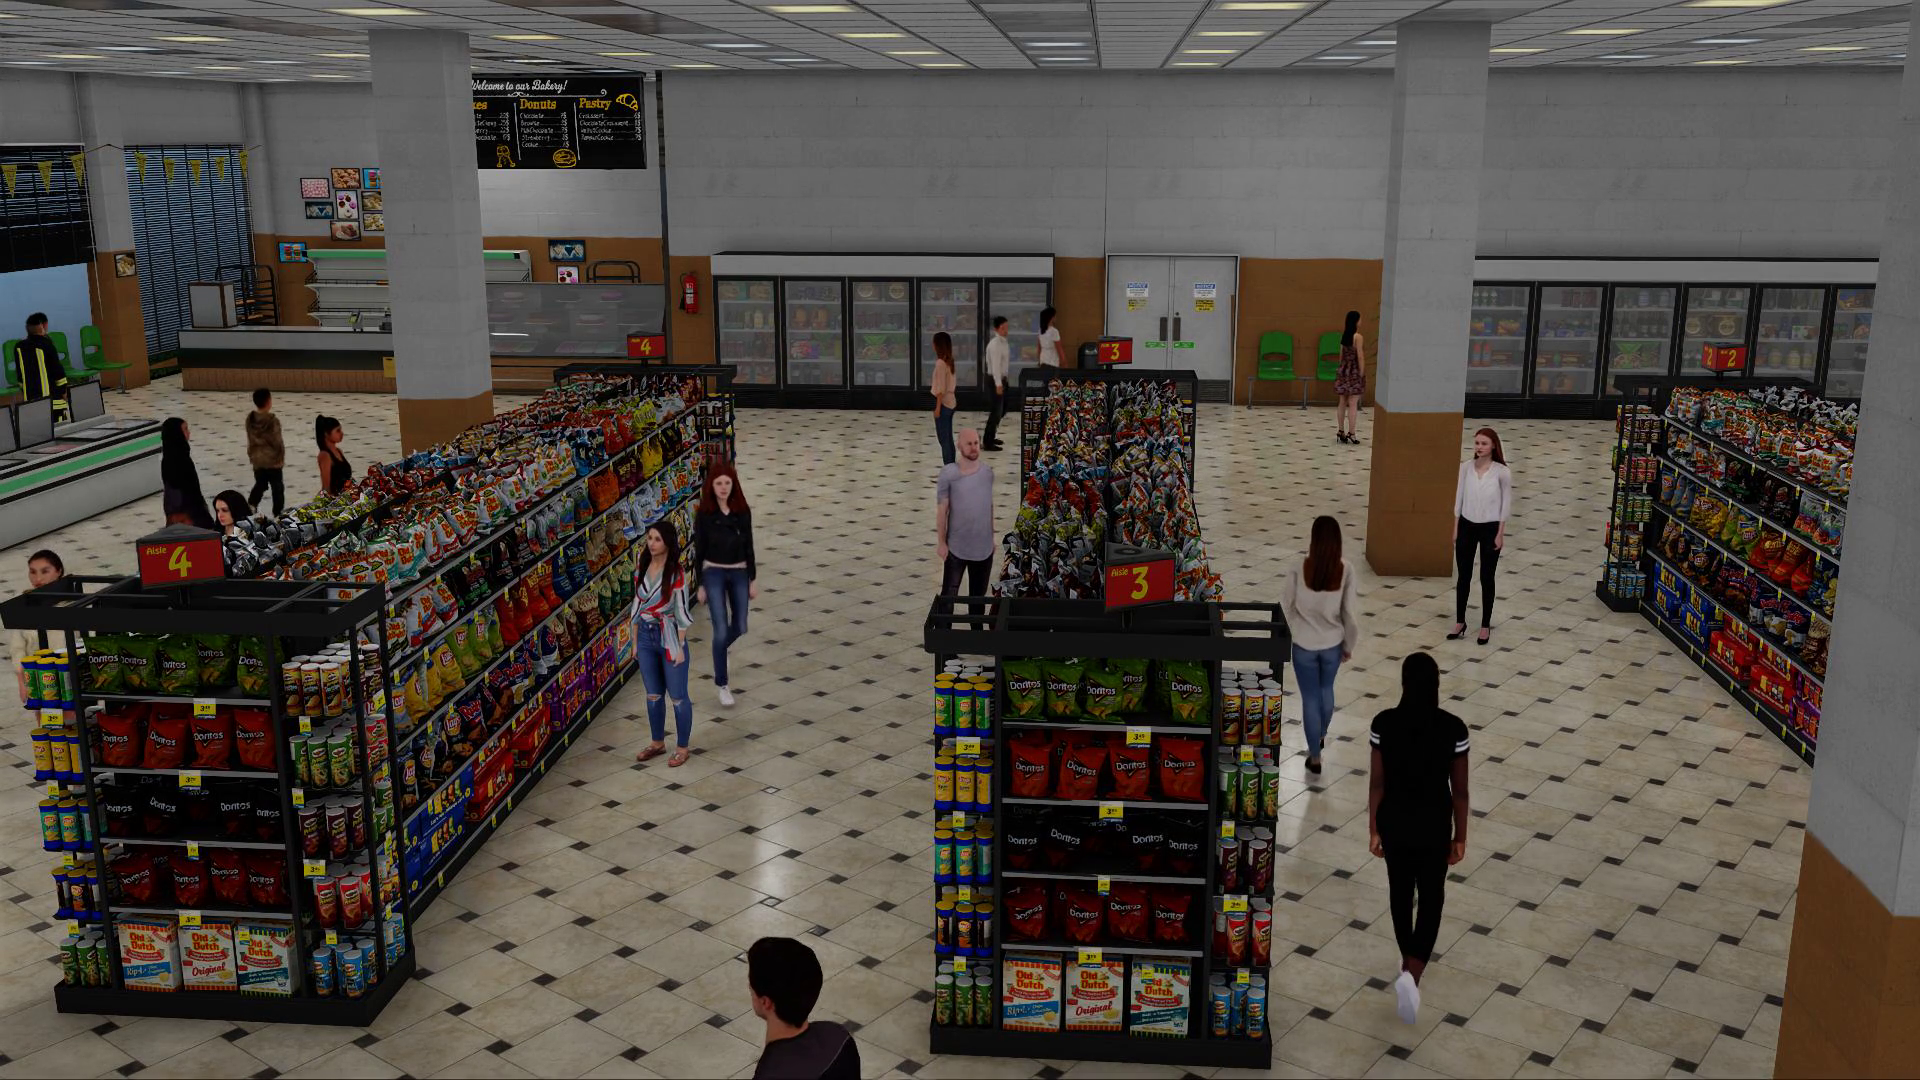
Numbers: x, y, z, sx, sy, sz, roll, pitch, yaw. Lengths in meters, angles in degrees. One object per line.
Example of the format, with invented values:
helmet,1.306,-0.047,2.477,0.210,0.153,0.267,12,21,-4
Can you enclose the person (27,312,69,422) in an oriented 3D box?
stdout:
person,-12.147,-2.067,21.911,0.759,1.722,1.239,3,14,12

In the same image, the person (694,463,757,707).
person,-1.711,0.310,12.027,0.824,1.762,1.001,-3,14,-13

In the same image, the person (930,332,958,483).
person,-0.177,-1.577,19.745,0.697,1.792,0.537,4,14,17

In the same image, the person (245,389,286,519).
person,-7.337,-0.854,17.497,0.614,1.447,0.746,2,14,9

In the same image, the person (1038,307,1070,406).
person,1.235,-2.516,23.977,0.930,1.623,0.930,-8,16,-29

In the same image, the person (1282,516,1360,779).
person,2.291,0.705,10.614,0.617,1.662,0.907,1,14,3

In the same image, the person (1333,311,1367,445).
person,5.233,-2.181,22.275,0.857,1.773,0.777,-7,15,-26

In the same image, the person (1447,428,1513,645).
person,4.207,-0.038,13.469,0.670,1.760,0.674,10,17,35

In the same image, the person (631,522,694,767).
person,-1.939,0.665,10.875,0.653,1.615,0.629,6,15,24

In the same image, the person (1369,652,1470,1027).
person,2.098,1.386,7.707,0.792,1.707,1.126,5,14,19

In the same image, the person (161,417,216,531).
person,-7.017,-0.296,14.848,0.916,1.611,0.979,-5,15,-21

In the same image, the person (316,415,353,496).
person,-5.601,-0.278,14.704,0.771,1.644,0.839,-2,14,-10

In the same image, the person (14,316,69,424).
person,-11.558,-1.907,20.960,0.737,1.861,0.657,1,14,4

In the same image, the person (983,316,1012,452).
person,0.437,-2.021,21.637,0.851,1.763,0.644,0,14,0

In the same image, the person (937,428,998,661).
person,0.066,0.023,13.053,0.768,1.837,0.792,-8,16,-30

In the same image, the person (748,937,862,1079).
person,-0.384,2.045,4.793,1.052,1.801,1.209,7,15,27

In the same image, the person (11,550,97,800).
person,-5.495,0.831,10.200,0.846,1.612,0.989,-4,14,-18
